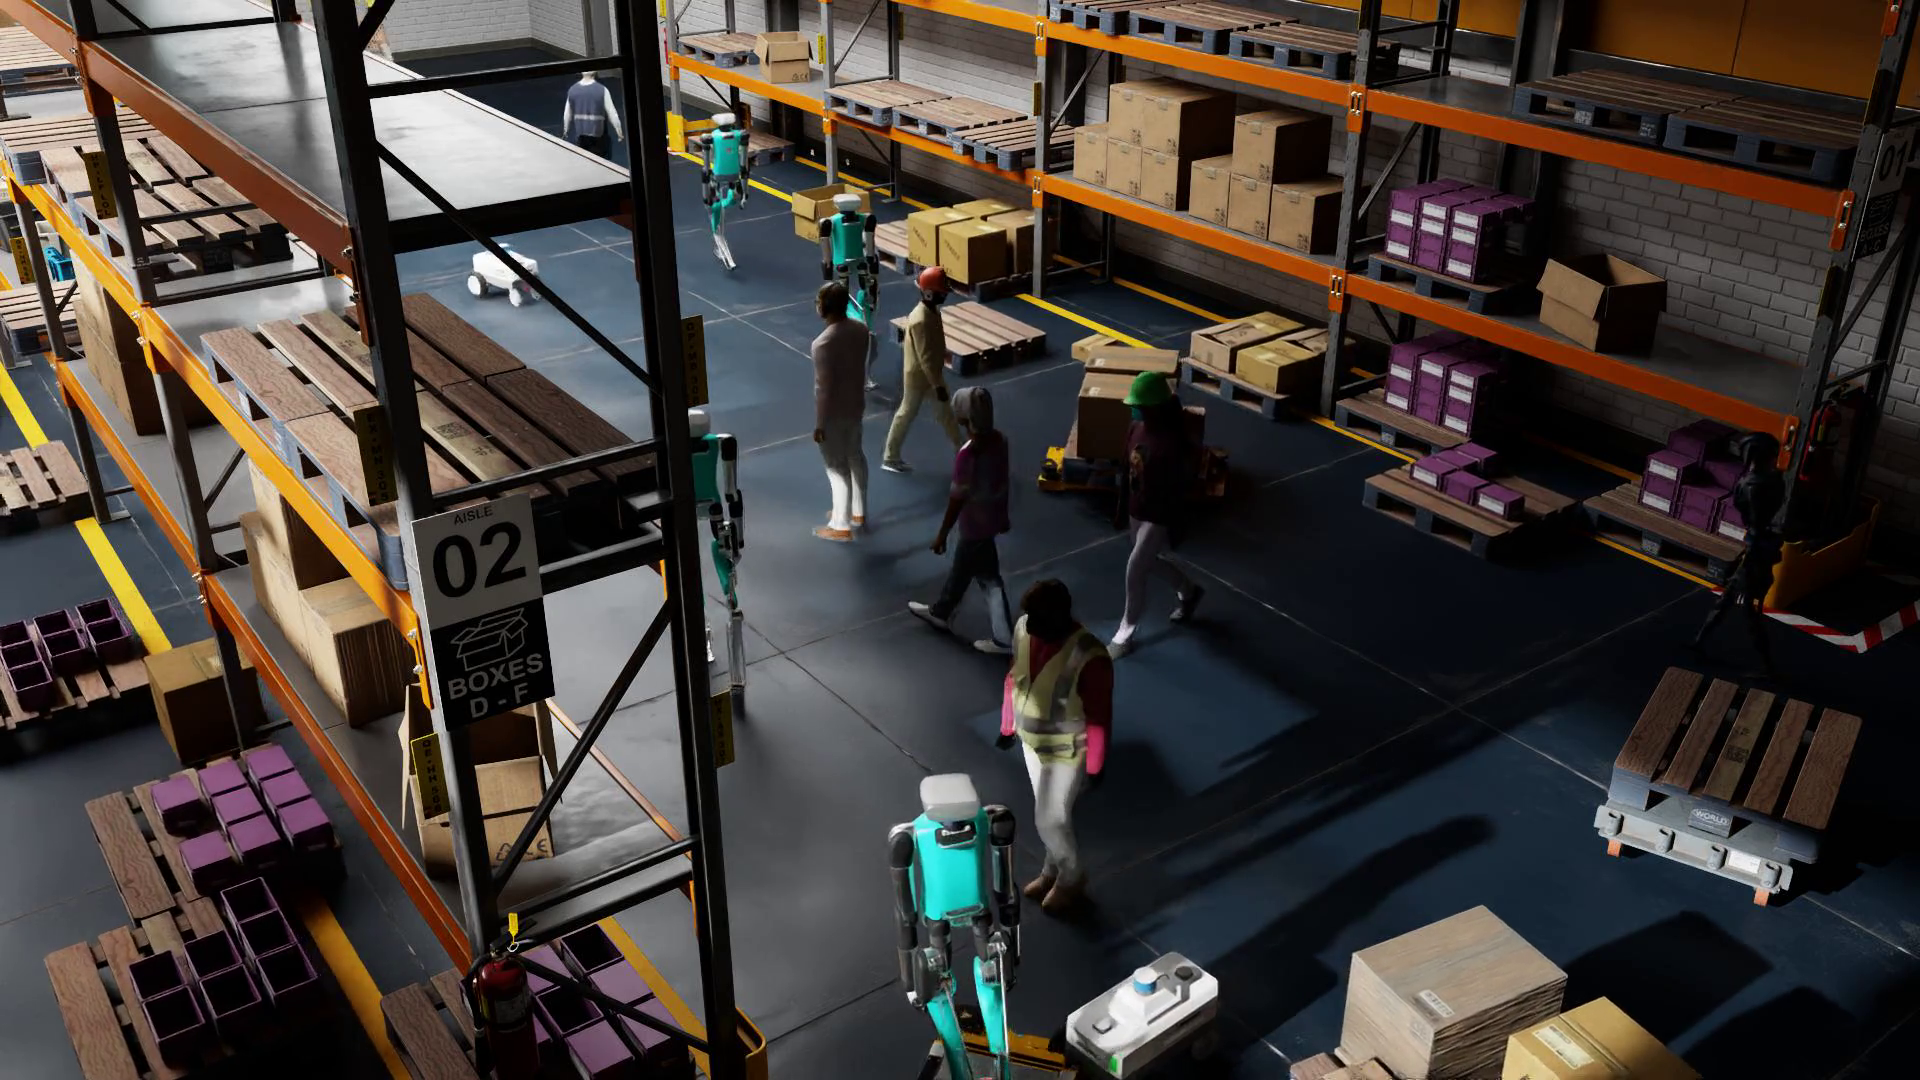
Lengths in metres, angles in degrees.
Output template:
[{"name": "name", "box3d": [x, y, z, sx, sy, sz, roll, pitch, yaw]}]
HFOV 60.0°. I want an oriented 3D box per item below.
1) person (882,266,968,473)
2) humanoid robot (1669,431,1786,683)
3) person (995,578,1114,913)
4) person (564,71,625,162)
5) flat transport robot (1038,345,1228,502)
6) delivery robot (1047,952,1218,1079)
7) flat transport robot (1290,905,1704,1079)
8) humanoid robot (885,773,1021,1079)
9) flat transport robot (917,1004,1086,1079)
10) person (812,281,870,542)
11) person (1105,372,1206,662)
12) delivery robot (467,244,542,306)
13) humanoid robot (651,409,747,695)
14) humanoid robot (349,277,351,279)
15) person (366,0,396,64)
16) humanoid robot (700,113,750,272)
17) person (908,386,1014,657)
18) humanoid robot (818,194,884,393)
[{"name": "person", "box3d": [-0.202, -1.291, 12.956, 0.927, 1.697, 0.575, 8, 28, 16]}, {"name": "humanoid robot", "box3d": [4.883, 0.102, 10.254, 0.706, 1.633, 0.613, 13, 29, 24]}, {"name": "person", "box3d": [0.443, 1.012, 8.243, 0.488, 1.825, 0.647, -17, 31, -30]}, {"name": "person", "box3d": [-4.468, -4.950, 20.191, 0.768, 1.745, 0.461, 2, 27, 4]}, {"name": "flat transport robot", "box3d": [1.370, -0.557, 13.096, 1.431, 0.231, 0.659, 5, 27, 10]}, {"name": "delivery robot", "box3d": [0.789, 2.172, 7.363, 0.796, 0.606, 0.499, -21, 33, -35]}, {"name": "flat transport robot", "box3d": [2.031, 2.626, 6.764, 1.431, 0.231, 0.659, -13, 29, -24]}, {"name": "humanoid robot", "box3d": [0.049, 1.884, 6.711, 0.545, 1.881, 0.757, -8, 28, -16]}, {"name": "flat transport robot", "box3d": [0.065, 2.540, 6.934, 0.659, 0.231, 1.431, 8, 28, 15]}, {"name": "person", "box3d": [-0.863, -0.925, 11.972, 0.355, 1.936, 0.634, 11, 29, 21]}, {"name": "person", "box3d": [1.254, -0.194, 10.561, 0.921, 1.916, 0.499, -15, 30, -27]}, {"name": "delivery robot", "box3d": [-4.695, -2.754, 17.159, 0.801, 0.606, 0.499, 19, 33, 33]}, {"name": "humanoid robot", "box3d": [-1.513, 0.150, 10.091, 0.531, 1.776, 0.994, -8, 28, -16]}, {"name": "humanoid robot", "box3d": [-6.597, -3.427, 17.247, 0.616, 1.643, 0.455, -17, 31, -30]}, {"name": "person", "box3d": [-8.119, -6.797, 23.701, 0.863, 1.894, 0.596, -10, 28, -18]}, {"name": "humanoid robot", "box3d": [-2.546, -3.713, 17.726, 0.531, 1.728, 1.031, -14, 30, -25]}, {"name": "person", "box3d": [0.001, -0.130, 10.524, 0.906, 1.807, 0.545, 12, 29, 22]}, {"name": "humanoid robot", "box3d": [-0.841, -2.065, 14.534, 0.531, 1.776, 1.022, -13, 29, -24]}]
